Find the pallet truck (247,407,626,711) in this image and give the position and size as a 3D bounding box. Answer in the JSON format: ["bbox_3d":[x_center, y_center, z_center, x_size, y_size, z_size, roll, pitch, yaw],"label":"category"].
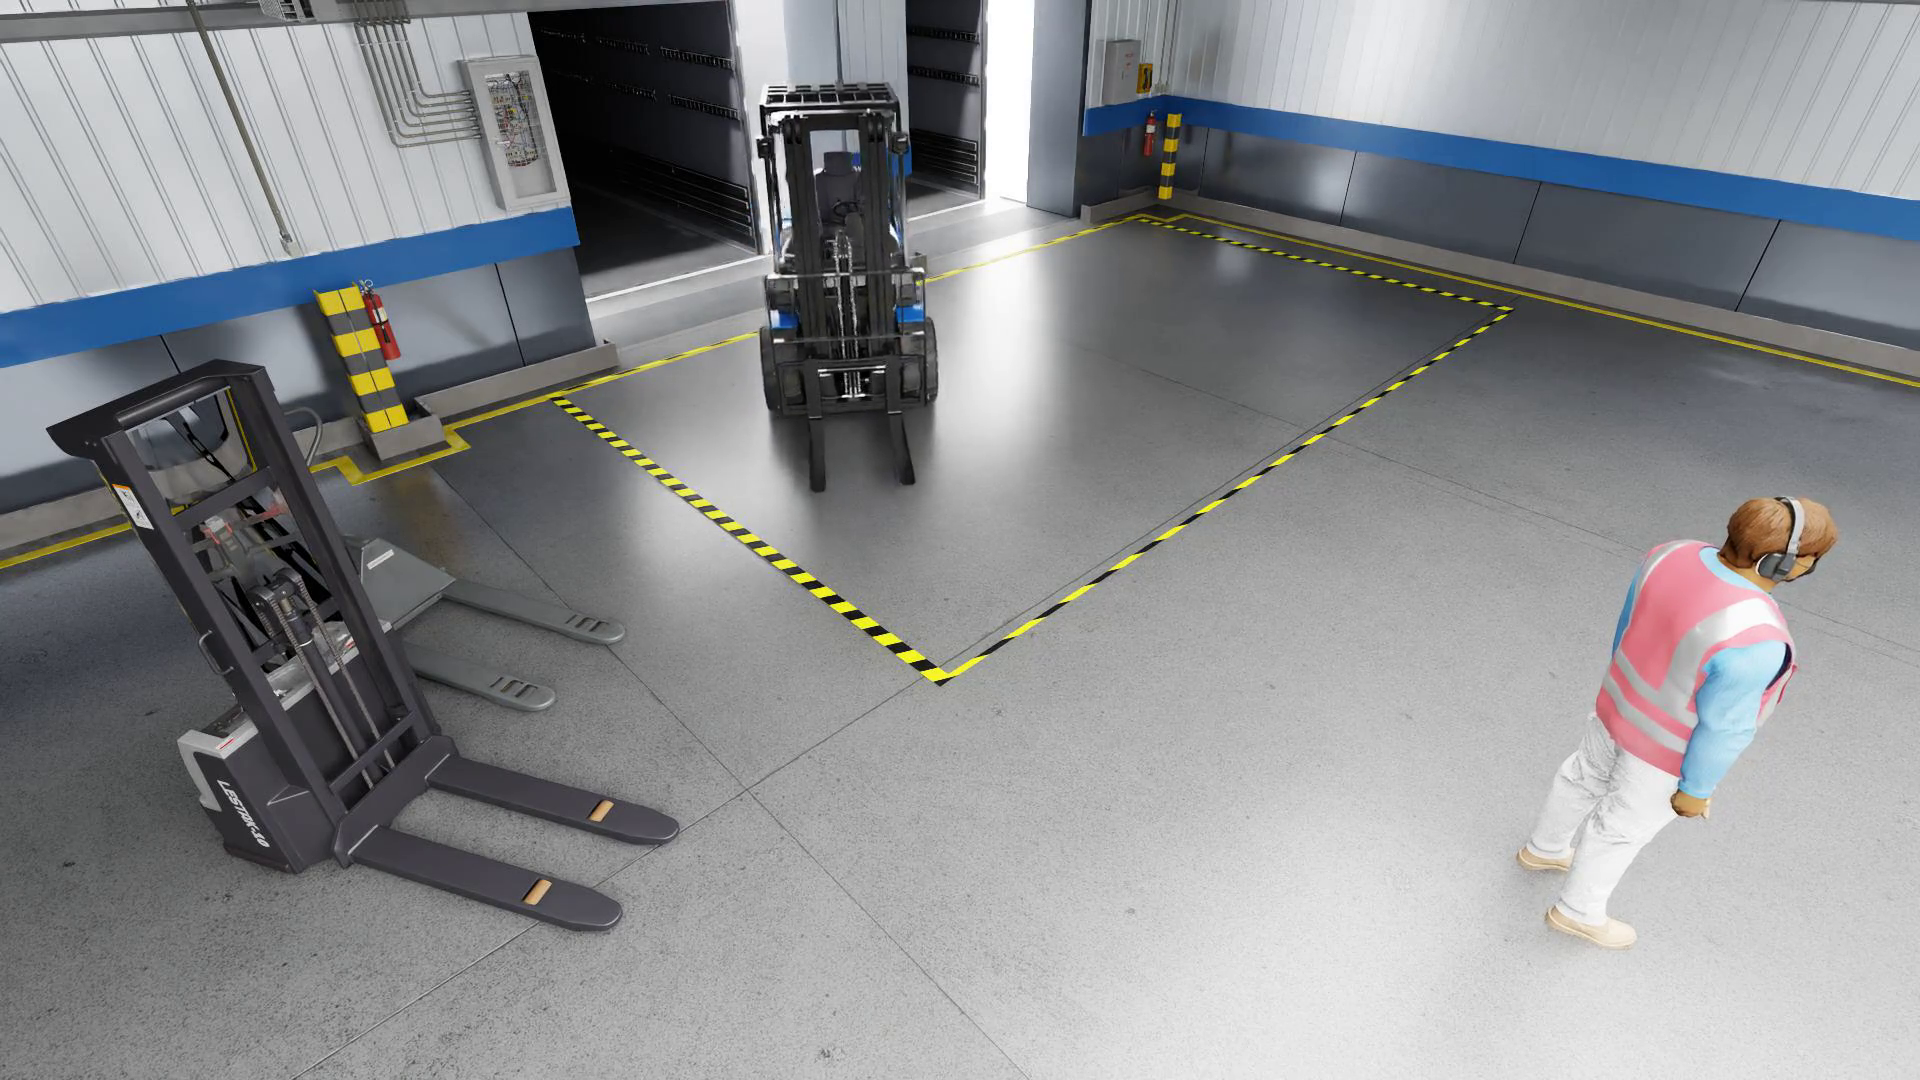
[{"bbox_3d":[-2.628,0.038,4.590,1.601,1.201,0.680,12,36,18],"label":"pallet truck"}]

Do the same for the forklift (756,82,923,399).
[{"bbox_3d":[-0.976,-2.507,7.340,1.157,2.036,2.680,-5,35,-7],"label":"forklift"}]

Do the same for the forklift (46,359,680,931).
[{"bbox_3d":[-2.135,0.422,3.354,1.885,1.965,0.823,10,35,14],"label":"forklift"}]

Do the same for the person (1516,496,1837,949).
[{"bbox_3d":[2.418,0.652,3.152,0.430,1.844,0.619,5,35,7],"label":"person"}]
